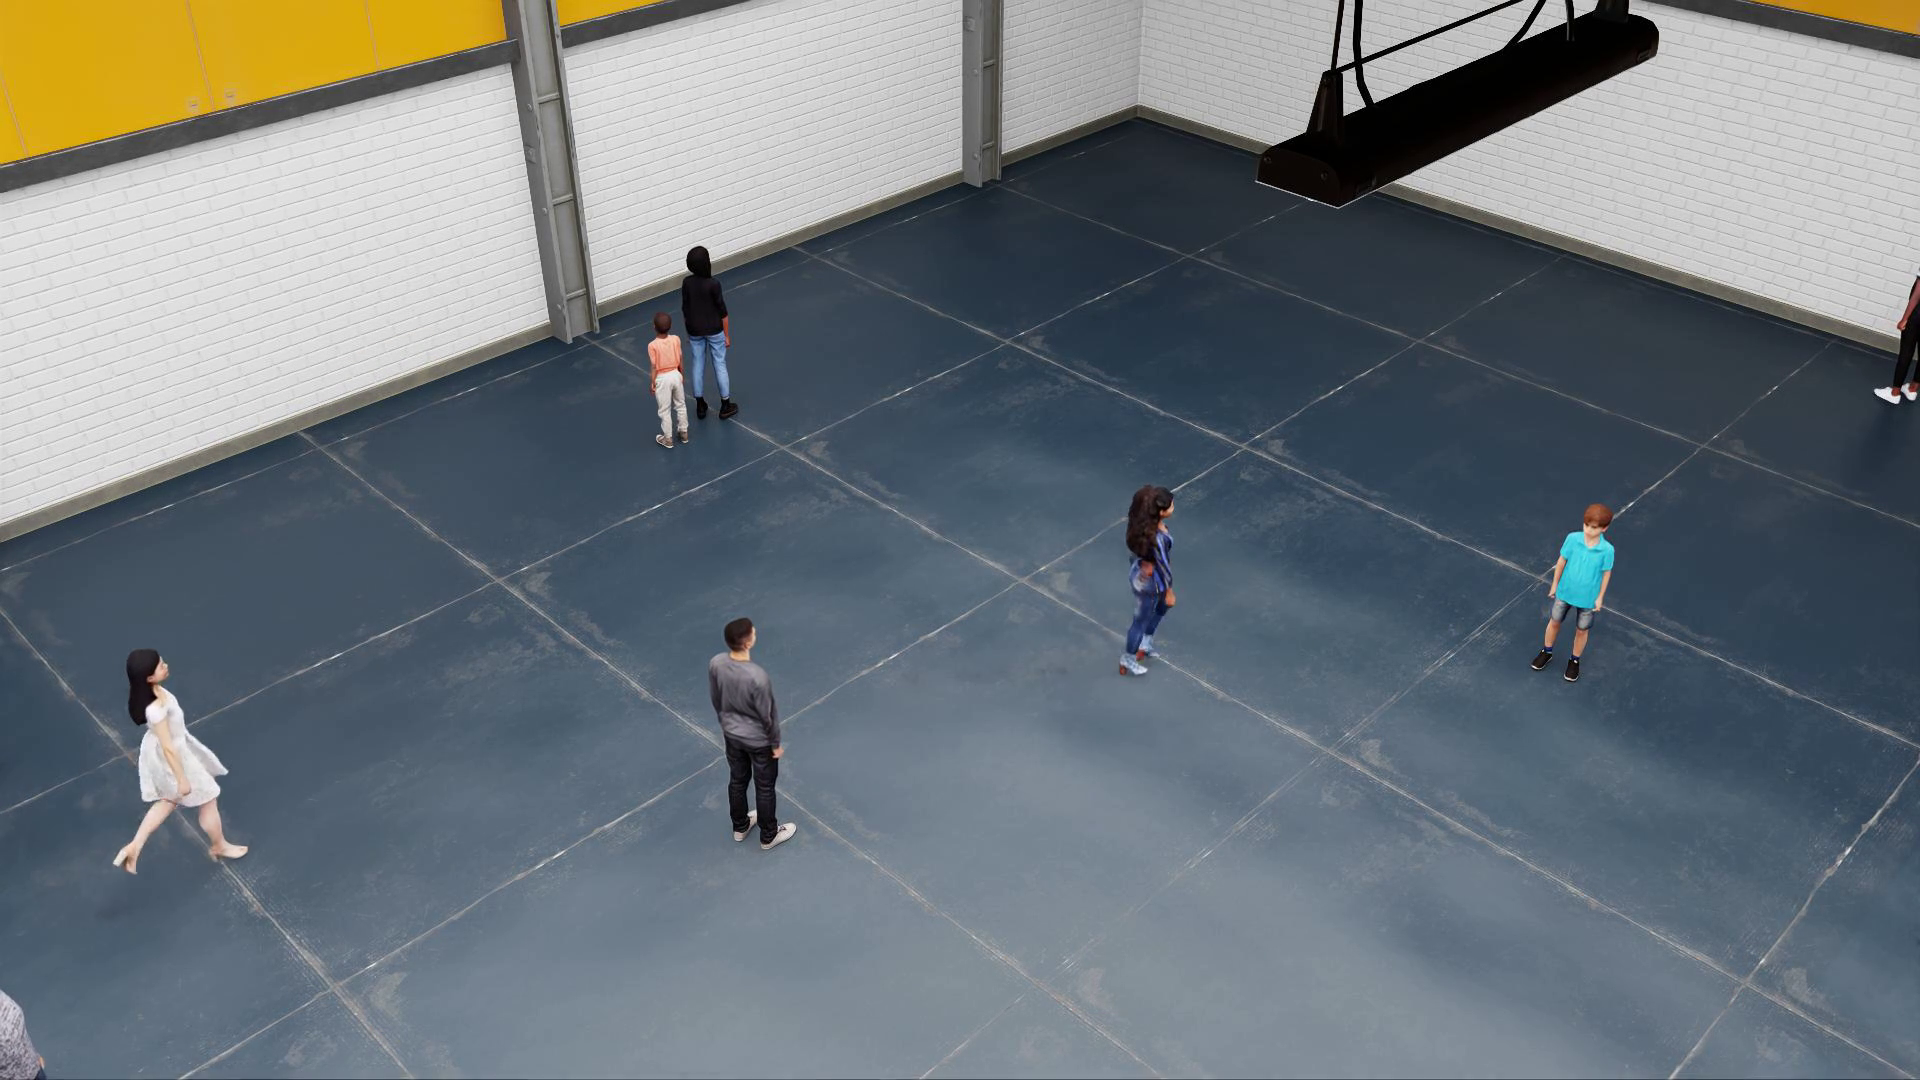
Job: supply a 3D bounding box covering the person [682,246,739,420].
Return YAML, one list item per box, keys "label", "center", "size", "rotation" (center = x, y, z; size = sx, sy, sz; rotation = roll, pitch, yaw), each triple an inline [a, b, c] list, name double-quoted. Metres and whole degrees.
- label: "person"
  center: [-2.334, -1.905, 15.292]
  size: [0.662, 1.701, 0.703]
  rotation: [4, 34, 7]

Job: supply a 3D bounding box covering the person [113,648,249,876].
- label: "person"
  center: [-4.920, 1.426, 10.234]
  size: [1.016, 1.754, 0.675]
  rotation: [-24, 40, -31]

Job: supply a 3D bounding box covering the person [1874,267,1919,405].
- label: "person"
  center: [9.025, -2.094, 15.553]
  size: [0.680, 1.728, 0.770]
  rotation: [-7, 34, -10]

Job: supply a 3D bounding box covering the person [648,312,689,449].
- label: "person"
  center: [-2.629, -1.452, 14.964]
  size: [0.447, 1.311, 0.582]
  rotation: [-21, 39, -29]

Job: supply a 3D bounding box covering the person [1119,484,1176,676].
- label: "person"
  center: [1.284, 0.319, 12.027]
  size: [0.803, 1.612, 0.752]
  rotation: [-2, 34, -3]

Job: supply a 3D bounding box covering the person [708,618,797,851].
- label: "person"
  center: [-1.335, 1.225, 10.530]
  size: [0.680, 1.761, 0.635]
  rotation: [17, 37, 23]

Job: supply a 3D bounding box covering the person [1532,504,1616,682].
- label: "person"
  center: [4.512, 0.358, 12.117]
  size: [0.555, 1.449, 0.525]
  rotation: [20, 38, 27]
